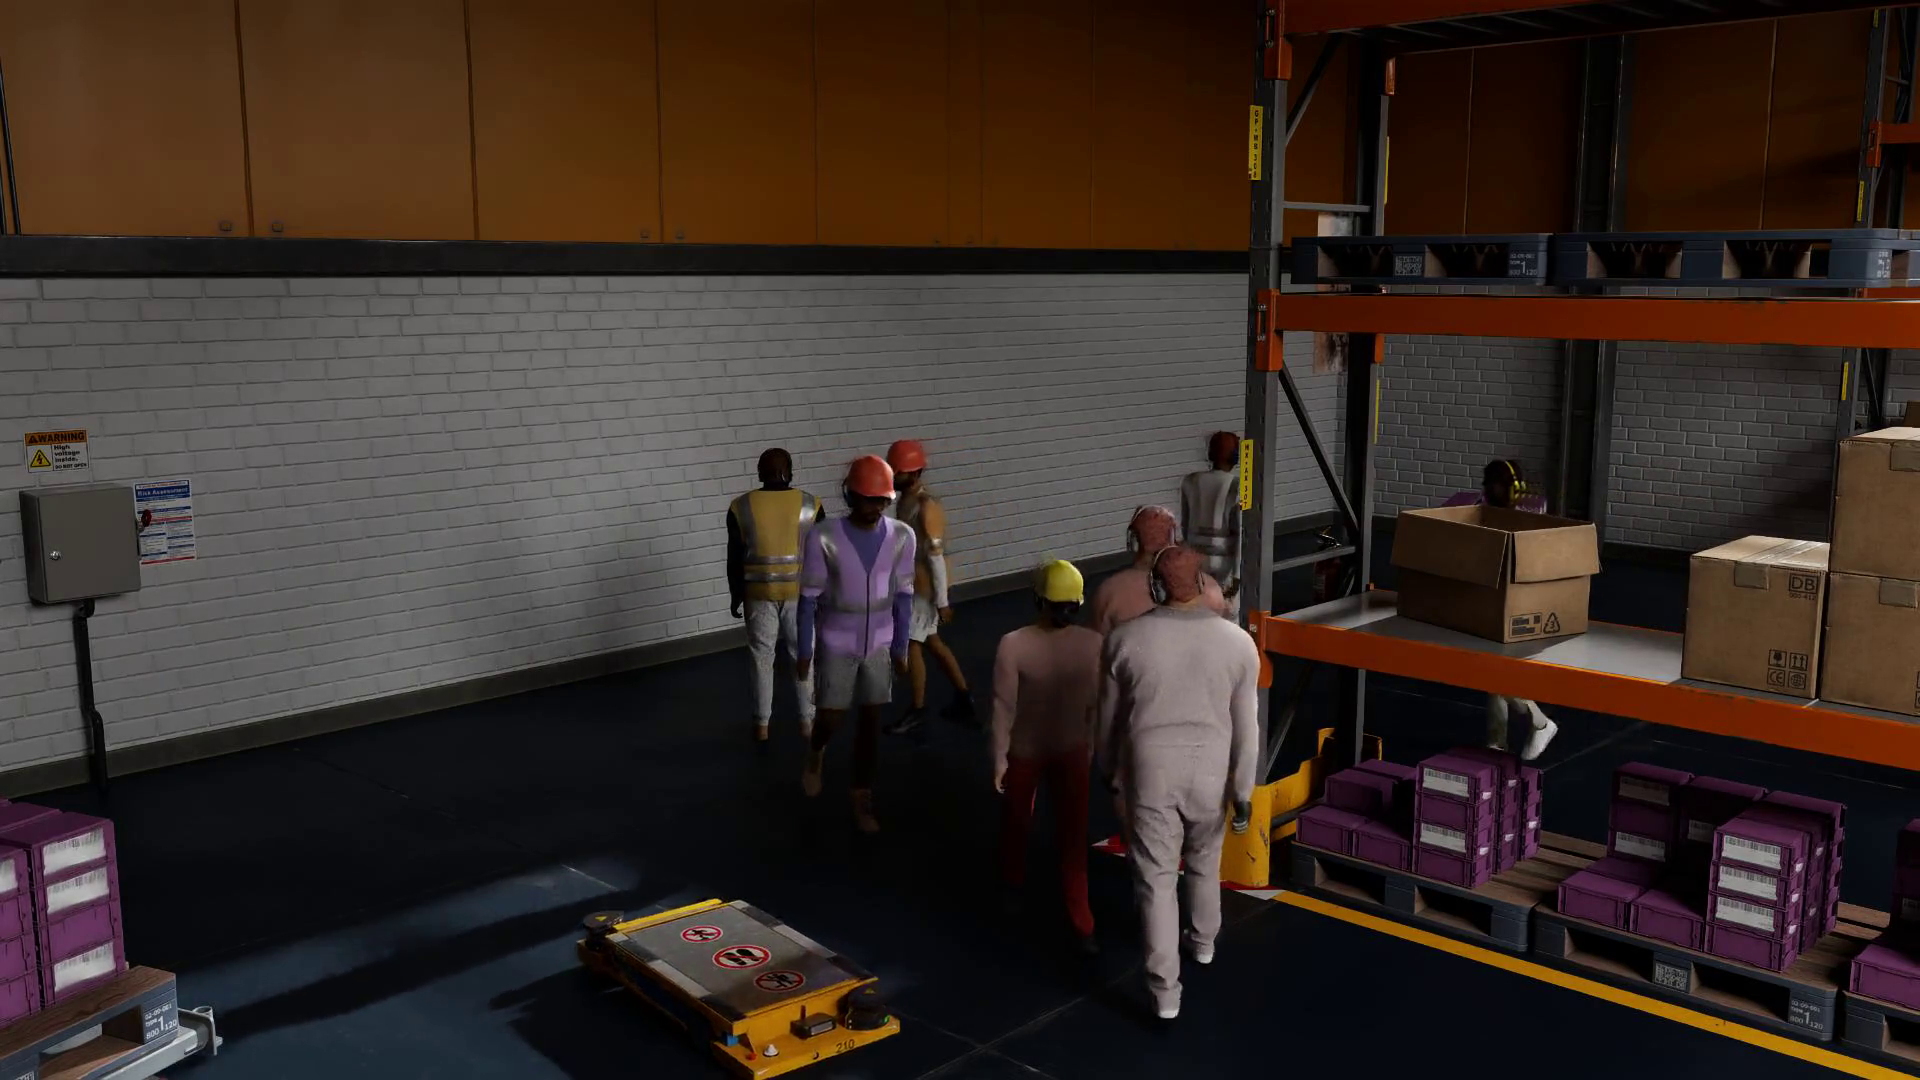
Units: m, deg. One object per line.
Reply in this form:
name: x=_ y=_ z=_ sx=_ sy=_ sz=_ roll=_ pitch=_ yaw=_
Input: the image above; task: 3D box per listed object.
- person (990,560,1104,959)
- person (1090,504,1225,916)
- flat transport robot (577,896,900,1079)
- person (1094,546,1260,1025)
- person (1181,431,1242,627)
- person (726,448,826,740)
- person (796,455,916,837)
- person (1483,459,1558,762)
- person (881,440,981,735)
person: x=0.373 y=0.924 z=7.295 sx=0.544 sy=1.712 sz=0.953 roll=-2 pitch=9 yaw=-12
person: x=0.897 y=0.777 z=7.623 sx=0.662 sy=1.883 sz=0.710 roll=-2 pitch=9 yaw=-11
flat transport robot: x=-0.924 y=1.738 z=6.670 sx=0.652 sy=0.197 sz=1.431 roll=-7 pitch=12 yaw=-38
person: x=0.866 y=0.955 z=6.684 sx=0.645 sy=1.859 sz=0.955 roll=0 pitch=9 yaw=0
person: x=1.760 y=0.161 z=11.592 sx=0.583 sy=1.841 sz=0.982 roll=6 pitch=11 yaw=32
person: x=-1.146 y=0.339 z=10.457 sx=0.626 sy=1.839 sz=0.430 roll=-1 pitch=9 yaw=-8
person: x=-0.556 y=0.532 z=8.746 sx=0.625 sy=2.013 sz=0.729 roll=-4 pitch=10 yaw=-24
person: x=3.244 y=0.434 z=9.848 sx=0.443 sy=1.848 sz=0.551 roll=-1 pitch=9 yaw=-7
person: x=-0.169 y=0.293 z=10.596 sx=0.727 sy=1.901 sz=0.566 roll=-3 pitch=10 yaw=-16
